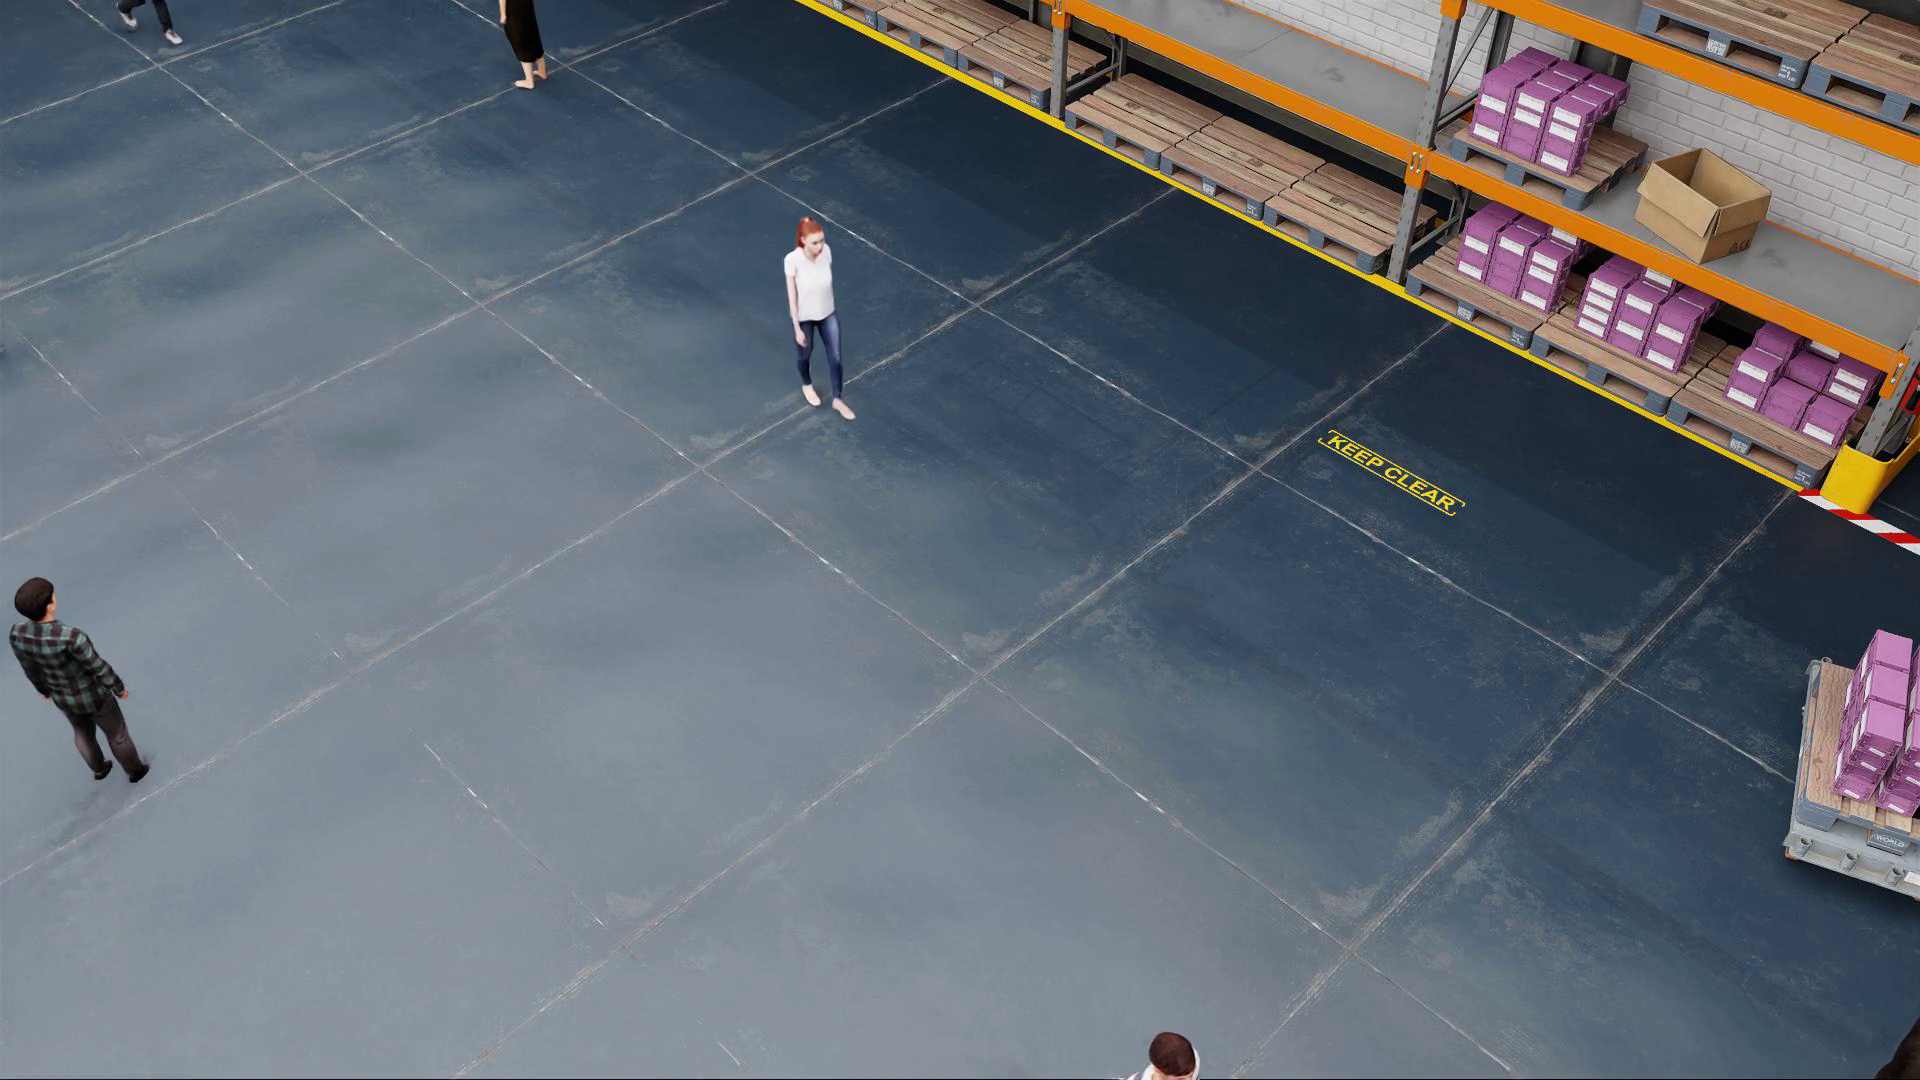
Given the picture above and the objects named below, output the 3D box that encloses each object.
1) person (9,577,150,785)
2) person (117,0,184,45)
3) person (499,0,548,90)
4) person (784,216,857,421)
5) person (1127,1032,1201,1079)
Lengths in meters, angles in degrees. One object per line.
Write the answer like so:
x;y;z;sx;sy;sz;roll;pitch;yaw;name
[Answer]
-5.335;0.907;10.030;0.726;1.715;0.801;5;44;5;person
-8.580;-5.987;17.141;1.031;1.738;0.744;24;49;23;person
-4.370;-5.265;16.465;0.620;1.625;0.616;24;49;23;person
-1.174;-1.745;12.706;0.689;1.714;0.887;-21;47;-21;person
0.837;2.795;7.879;0.807;1.799;1.222;-26;50;-25;person
